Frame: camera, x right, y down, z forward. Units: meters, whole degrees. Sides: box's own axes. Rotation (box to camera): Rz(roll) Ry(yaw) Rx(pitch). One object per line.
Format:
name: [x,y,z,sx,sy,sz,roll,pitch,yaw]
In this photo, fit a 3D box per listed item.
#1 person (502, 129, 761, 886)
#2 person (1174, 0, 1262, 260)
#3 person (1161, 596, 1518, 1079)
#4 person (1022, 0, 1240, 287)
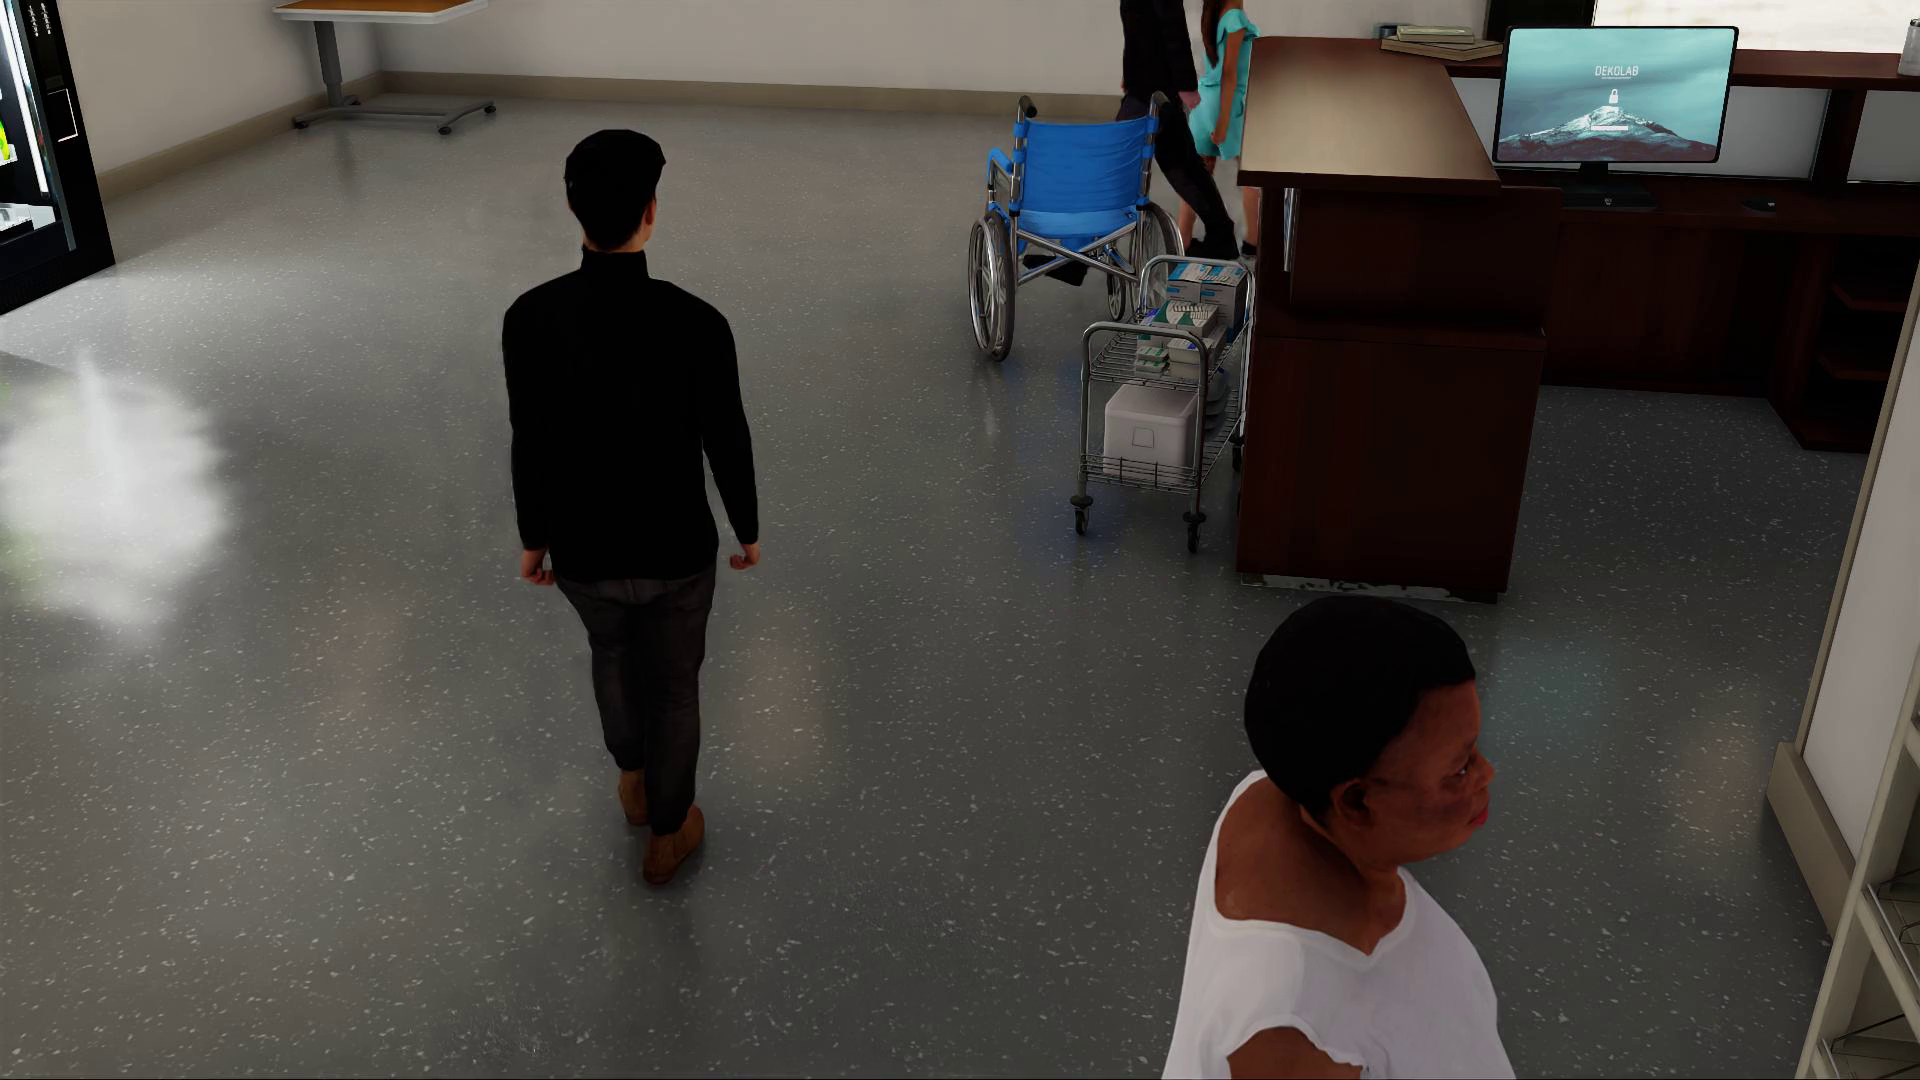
person: [-0.726,0.003,3.602,0.688,1.710,0.693,2,26,4]
person: [1.219,-2.114,8.194,0.825,1.535,0.873,-7,27,-15]
person: [0.408,0.825,1.923,0.710,1.688,0.537,3,26,7]
person: [0.965,-2.069,7.738,0.910,1.849,1.297,0,26,1]
